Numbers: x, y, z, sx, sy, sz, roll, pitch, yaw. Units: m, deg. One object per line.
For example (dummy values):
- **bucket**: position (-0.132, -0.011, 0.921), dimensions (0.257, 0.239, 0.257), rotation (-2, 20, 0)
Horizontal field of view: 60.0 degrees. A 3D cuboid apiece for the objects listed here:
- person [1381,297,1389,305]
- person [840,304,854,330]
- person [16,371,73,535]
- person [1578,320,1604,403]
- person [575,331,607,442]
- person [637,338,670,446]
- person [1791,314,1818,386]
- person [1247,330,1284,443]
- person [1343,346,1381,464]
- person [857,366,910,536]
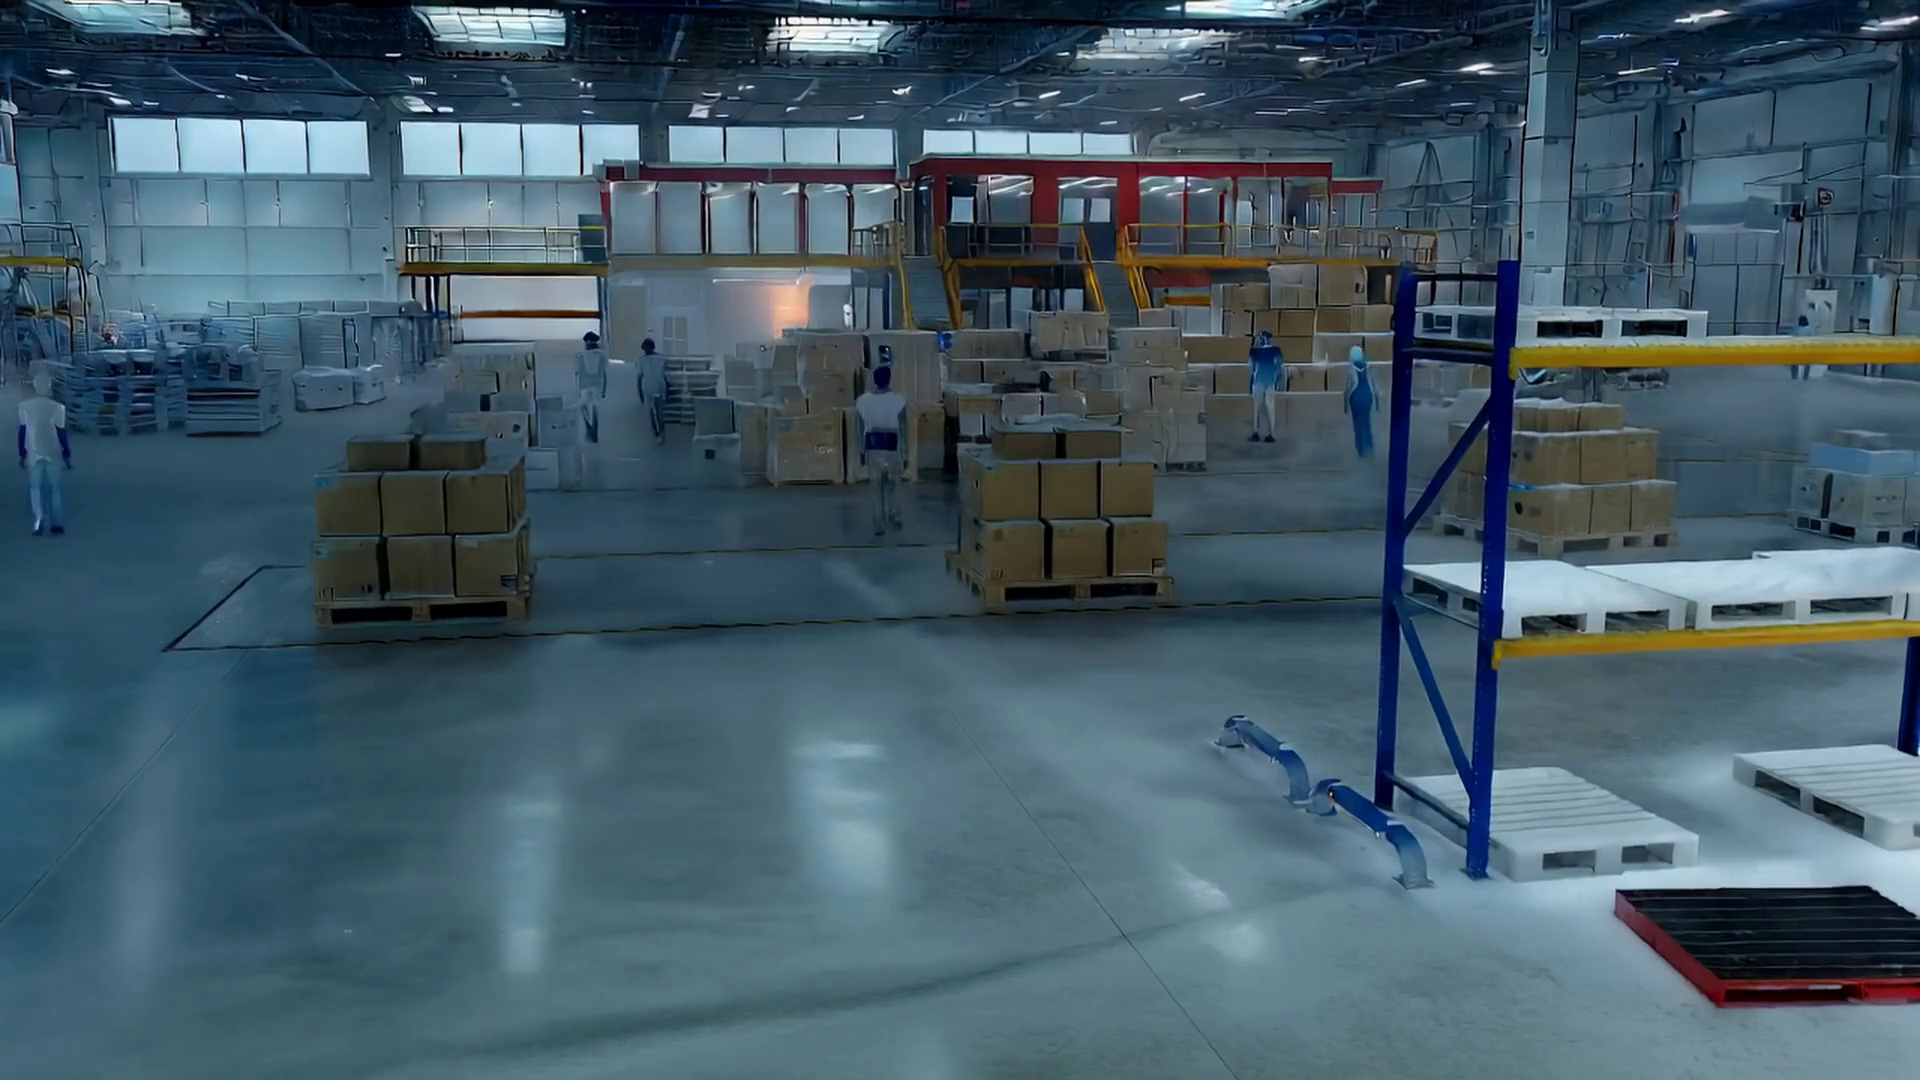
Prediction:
- **person**: position (14.620, -7.423, 57.669), dimensions (0.612, 1.962, 0.613), rotation (6, 11, 33)
- **person**: position (-3.442, -6.287, 50.980), dimensions (0.575, 1.882, 0.355), rotation (9, 13, 42)
- **person**: position (-10.209, -0.950, 18.532), dimensions (0.553, 1.849, 0.573), rotation (-3, 10, -20)
- **person**: position (12.861, -3.510, 33.851), dimensions (0.618, 1.946, 0.394), rotation (-4, 10, -22)
- **person**: position (-6.346, -2.633, 28.591), dimensions (0.566, 1.916, 0.443), rotation (-4, 10, -24)
- **person**: position (-5.096, -2.456, 27.824), dimensions (0.545, 1.841, 0.775), rotation (-5, 11, -28)
- **person**: position (21.367, -4.809, 42.161), dimensions (0.639, 1.829, 0.581), rotation (3, 10, 18)
- **person**: position (5.242, -2.643, 28.598), dimensions (0.627, 1.940, 0.375), rotation (8, 12, 40)
- **person**: position (6.119, -2.055, 25.422), dimensions (0.584, 1.806, 0.474), rotation (-1, 9, -9)
- **person**: position (-0.848, -1.019, 18.839), dimensions (0.620, 1.885, 0.883), rotation (1, 9, 8)
